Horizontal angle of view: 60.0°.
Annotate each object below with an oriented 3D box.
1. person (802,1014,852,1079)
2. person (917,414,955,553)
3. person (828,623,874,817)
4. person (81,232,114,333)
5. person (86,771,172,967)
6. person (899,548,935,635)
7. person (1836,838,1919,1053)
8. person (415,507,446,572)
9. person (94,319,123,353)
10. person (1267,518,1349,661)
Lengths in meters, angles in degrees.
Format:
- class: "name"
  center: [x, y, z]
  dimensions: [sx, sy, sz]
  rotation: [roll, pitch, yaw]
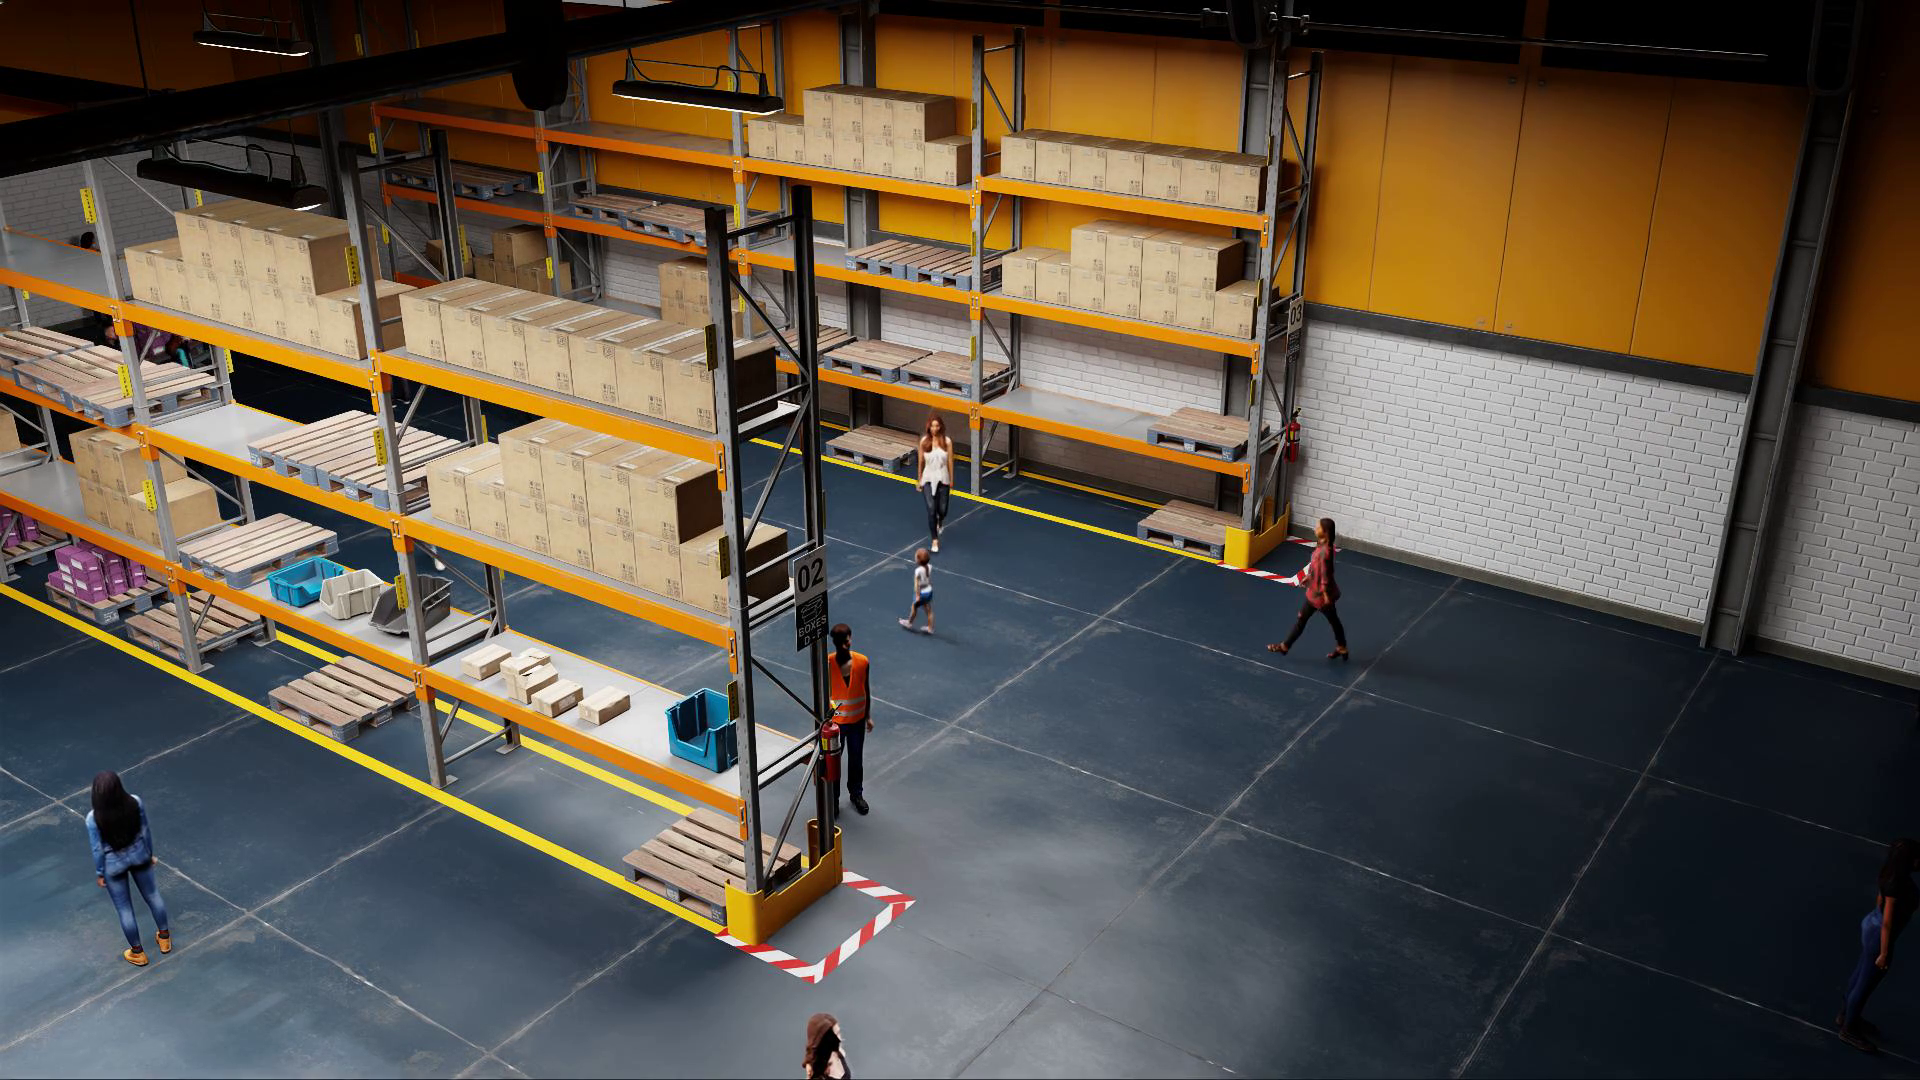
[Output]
- class: "person"
  center: [-0.839, 3.697, 10.462]
  dimensions: [0.618, 1.748, 0.636]
  rotation: [7, 25, 16]
- class: "person"
  center: [-0.307, -0.744, 20.594]
  dimensions: [0.894, 1.770, 0.921]
  rotation: [0, 24, -1]
- class: "person"
  center: [-1.050, 1.603, 15.080]
  dimensions: [0.799, 1.887, 0.836]
  rotation: [-7, 25, -16]
- class: "person"
  center: [-15.206, -4.555, 29.315]
  dimensions: [0.652, 1.769, 0.759]
  rotation: [2, 24, 4]
- class: "person"
  center: [-6.557, 2.565, 13.098]
  dimensions: [0.549, 1.712, 0.625]
  rotation: [20, 31, 38]
- class: "person"
  center: [-0.377, 0.584, 18.512]
  dimensions: [0.642, 1.004, 0.449]
  rotation: [16, 28, 33]
- class: "person"
  center: [6.762, 2.931, 12.227]
  dimensions: [0.563, 1.738, 0.595]
  rotation: [12, 26, 25]
- class: "person"
  center: [-6.452, -0.306, 20.193]
  dimensions: [0.681, 1.290, 0.933]
  rotation: [-19, 30, -36]
- class: "person"
  center: [-12.280, -2.289, 24.048]
  dimensions: [1.166, 1.835, 0.974]
  rotation: [8, 25, 17]
- class: "person"
  center: [3.943, 0.565, 17.750]
  dimensions: [1.175, 1.650, 0.873]
  rotation: [6, 24, 13]
